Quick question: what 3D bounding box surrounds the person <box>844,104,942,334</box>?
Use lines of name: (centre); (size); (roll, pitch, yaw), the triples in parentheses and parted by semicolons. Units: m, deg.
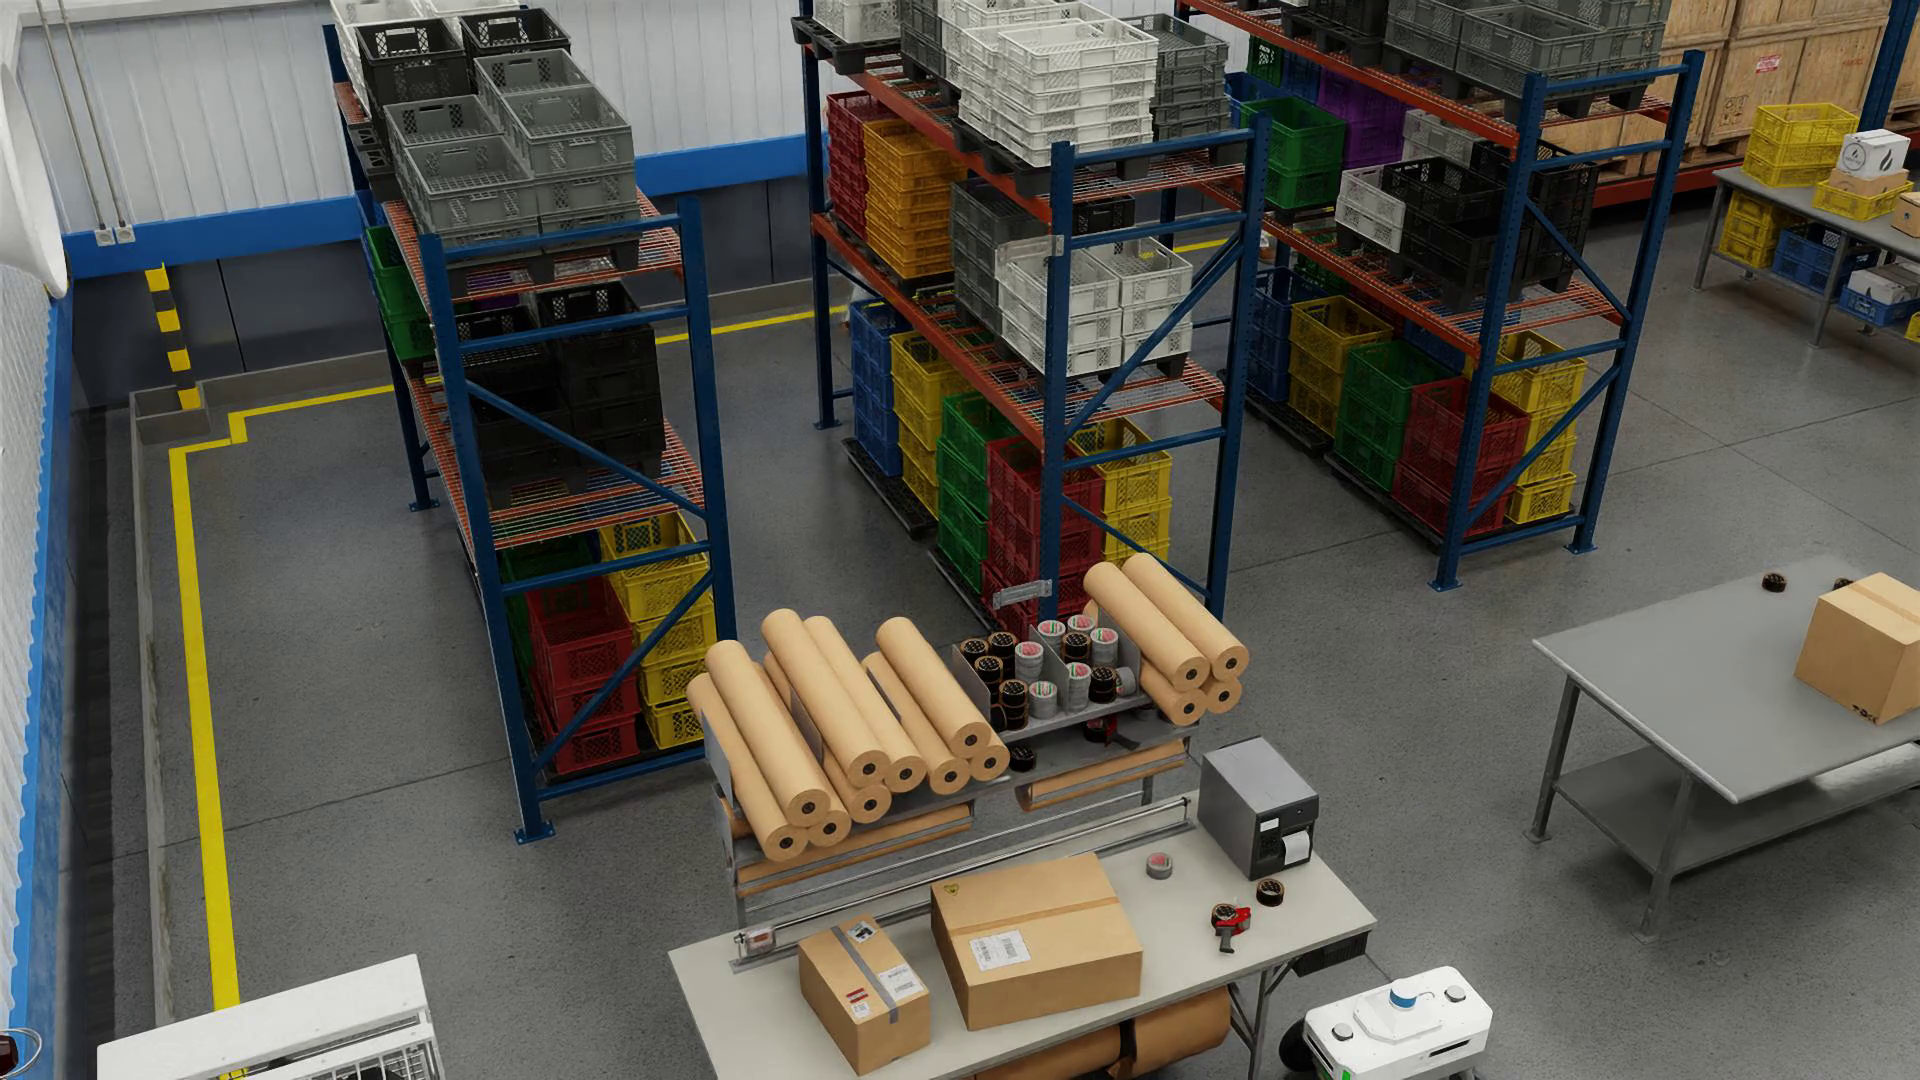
person: (-0.510, -2.388, 12.330); (0.826, 1.843, 0.670); (-6, 32, -9)

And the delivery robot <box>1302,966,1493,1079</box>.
delivery robot: (1.701, 1.916, 6.478); (0.707, 0.478, 0.477); (-12, 33, -19)
